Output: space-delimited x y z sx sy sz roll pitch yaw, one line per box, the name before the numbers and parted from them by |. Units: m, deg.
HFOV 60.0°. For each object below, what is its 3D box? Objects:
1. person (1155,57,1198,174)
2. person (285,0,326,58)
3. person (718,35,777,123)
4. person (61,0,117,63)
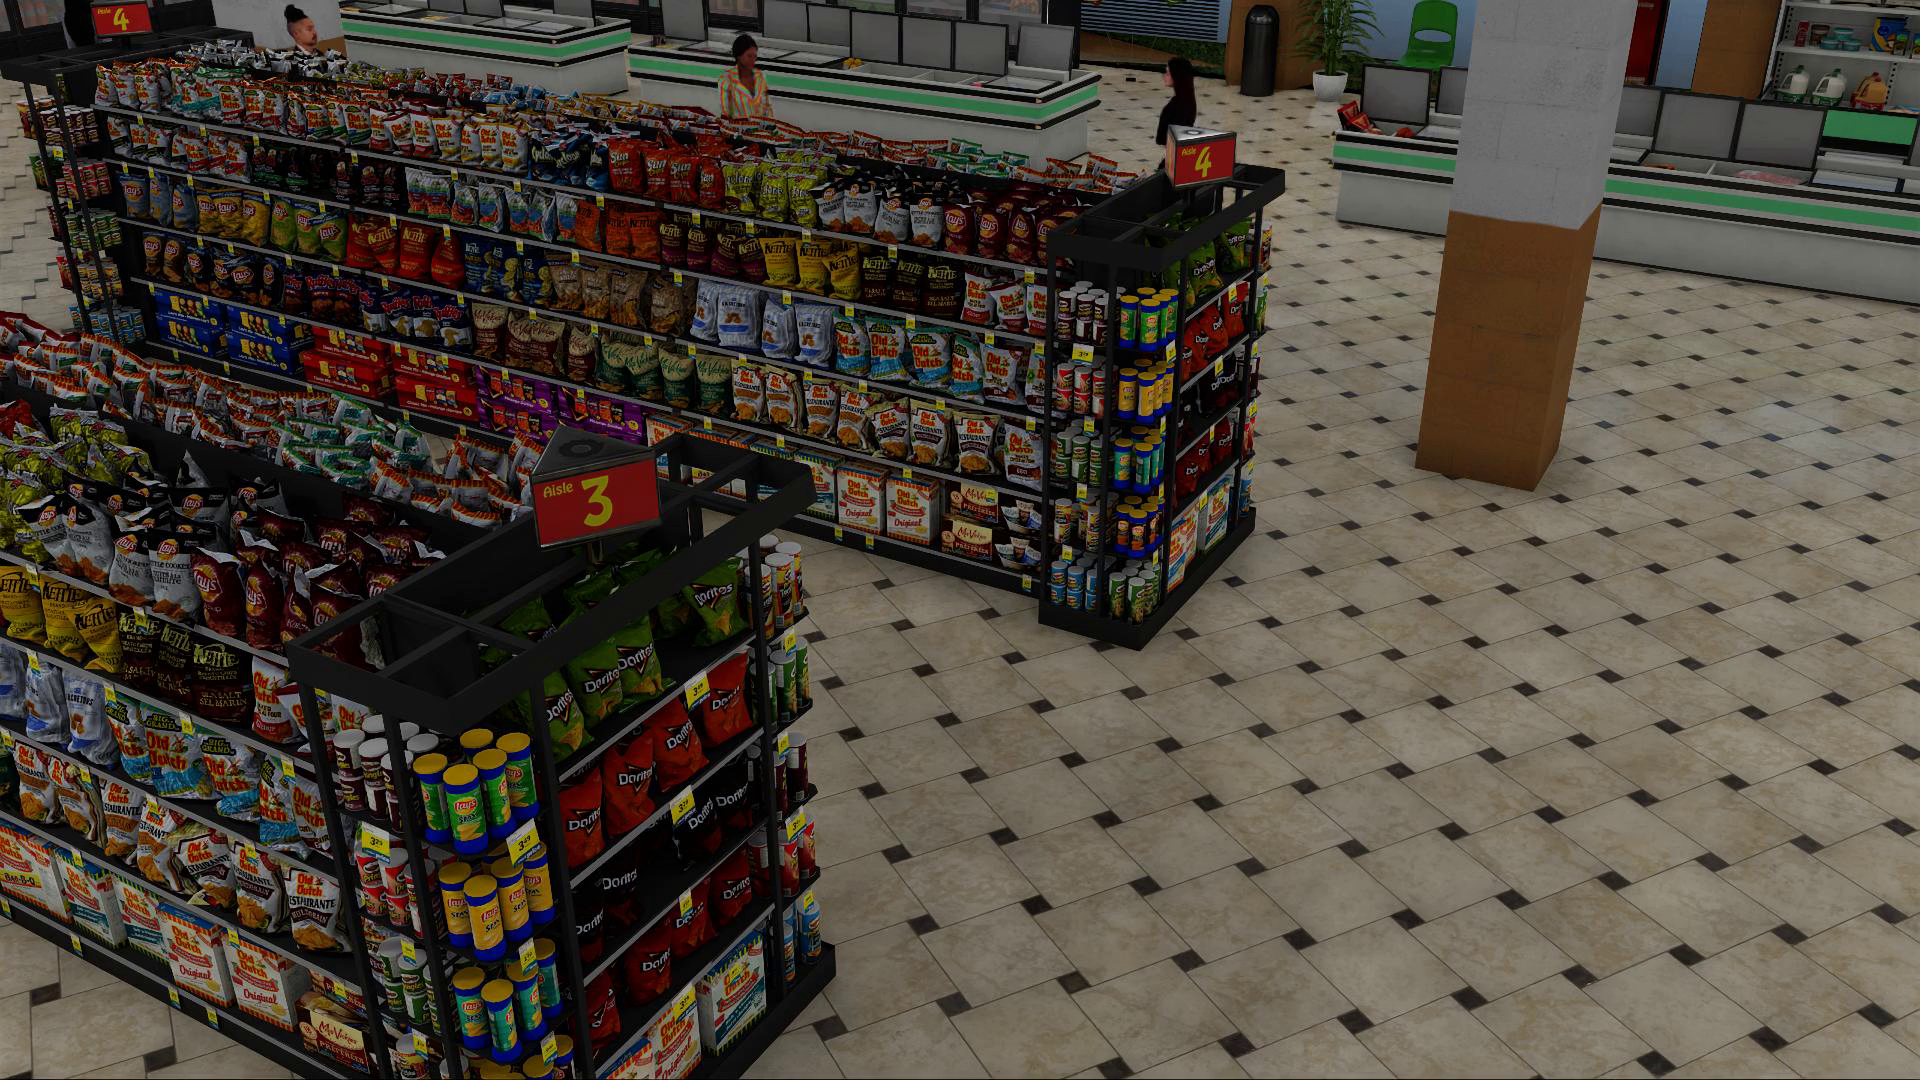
person | 1.801 -2.973 13.125 0.723 1.629 0.712 3 27 5
person | -5.303 -3.340 13.498 0.839 1.946 0.842 4 27 7
person | -1.765 -3.137 13.292 0.784 1.771 0.720 21 34 35
person | -8.366 -4.536 16.102 0.596 1.724 0.732 2 27 4
